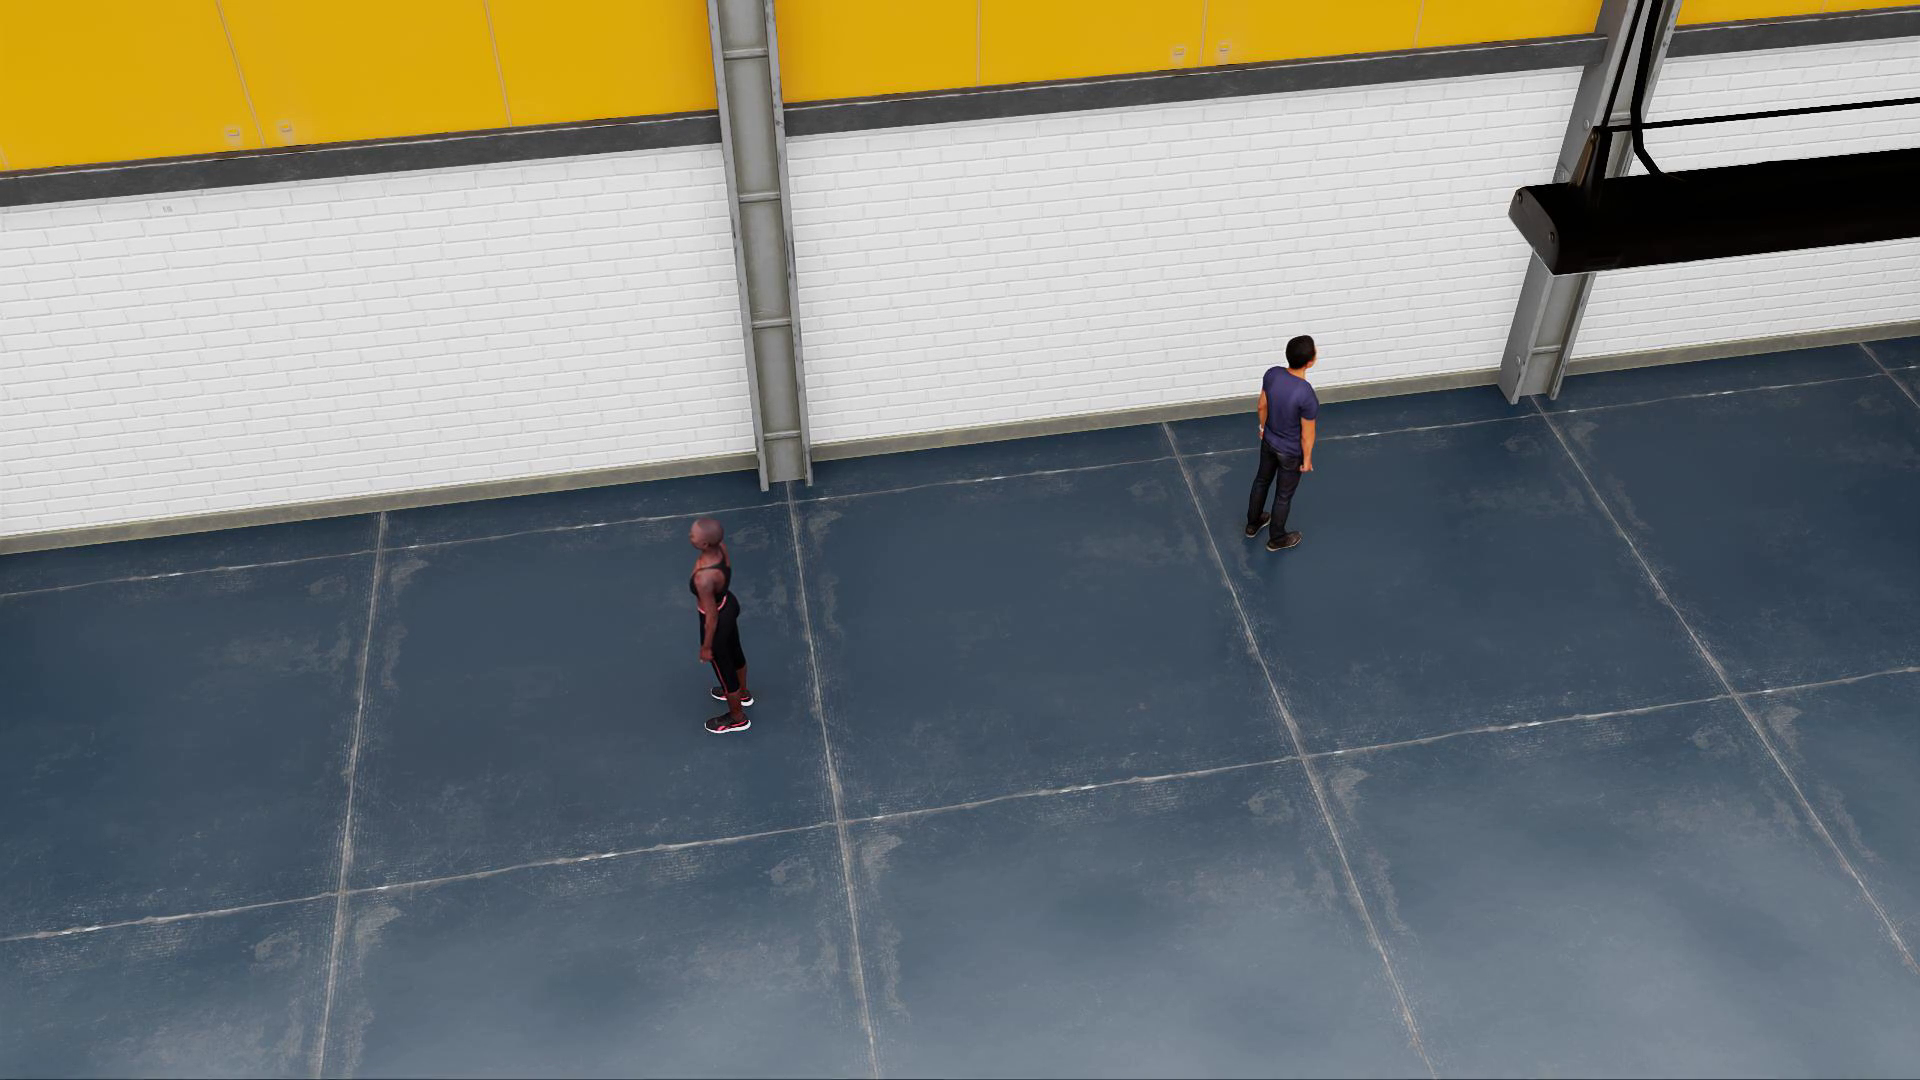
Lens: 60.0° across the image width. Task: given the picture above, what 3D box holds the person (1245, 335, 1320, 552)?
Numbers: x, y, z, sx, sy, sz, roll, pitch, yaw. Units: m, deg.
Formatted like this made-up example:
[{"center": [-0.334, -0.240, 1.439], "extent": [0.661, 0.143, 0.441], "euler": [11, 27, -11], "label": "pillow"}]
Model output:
[{"center": [2.243, -0.674, 11.566], "extent": [0.706, 1.793, 0.715], "euler": [-30, 51, -28], "label": "person"}]

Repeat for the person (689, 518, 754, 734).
[{"center": [-1.483, 0.514, 10.345], "extent": [0.627, 1.757, 0.645], "euler": [5, 44, 5], "label": "person"}]
